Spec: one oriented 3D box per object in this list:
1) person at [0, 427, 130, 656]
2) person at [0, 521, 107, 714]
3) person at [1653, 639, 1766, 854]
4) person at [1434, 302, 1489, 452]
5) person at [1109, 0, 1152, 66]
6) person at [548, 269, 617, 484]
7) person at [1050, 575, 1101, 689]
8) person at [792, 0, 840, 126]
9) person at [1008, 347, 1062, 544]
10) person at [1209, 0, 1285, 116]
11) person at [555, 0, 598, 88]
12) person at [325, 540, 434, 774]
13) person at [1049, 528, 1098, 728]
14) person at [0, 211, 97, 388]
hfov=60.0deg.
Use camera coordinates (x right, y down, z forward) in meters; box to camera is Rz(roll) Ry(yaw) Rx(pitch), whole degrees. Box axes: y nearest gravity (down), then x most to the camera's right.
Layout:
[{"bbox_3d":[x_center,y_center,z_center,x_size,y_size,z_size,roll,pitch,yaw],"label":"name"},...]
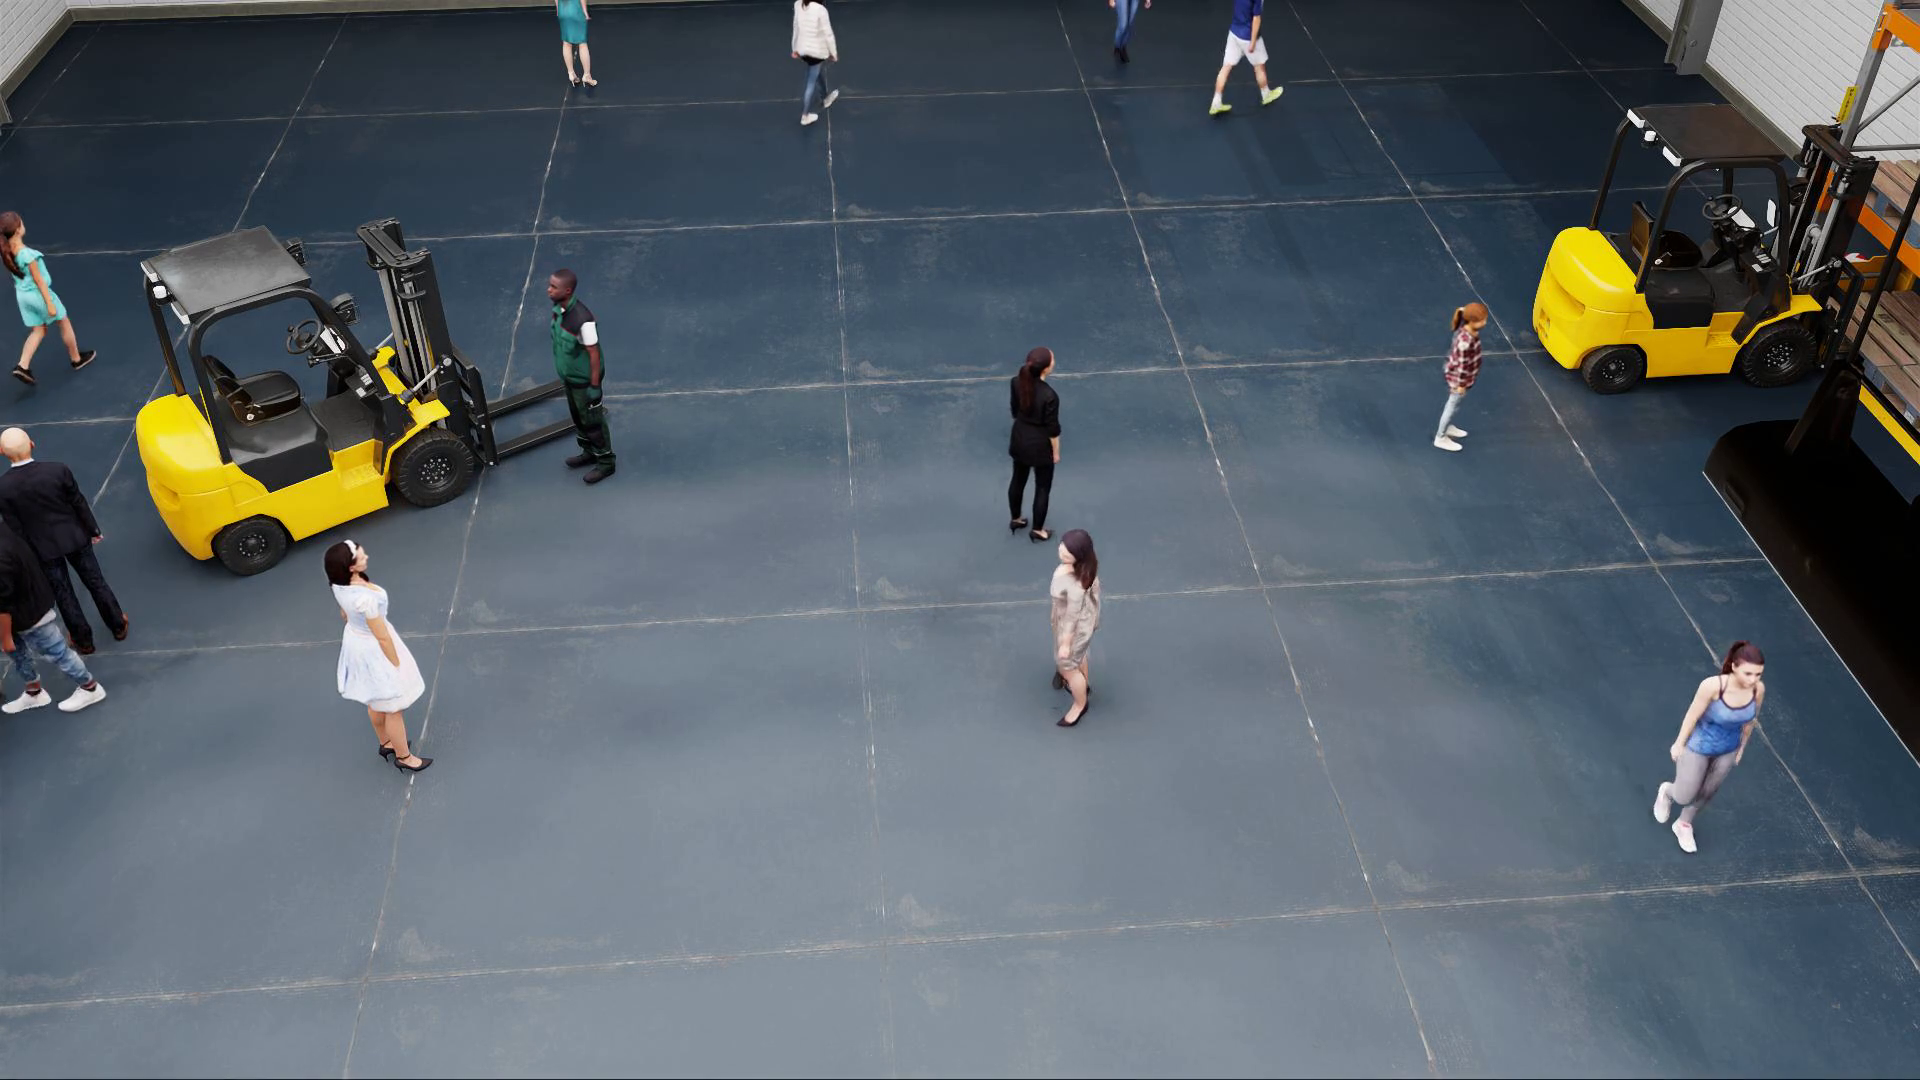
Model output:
[{"bbox_3d":[-6.140,0.009,11.306,0.774,1.798,0.771,-25,45,-28],"label":"person"},{"bbox_3d":[-5.995,0.405,10.820,0.962,1.787,0.942,-20,43,-23],"label":"person"},{"bbox_3d":[4.476,1.196,9.979,0.583,1.600,0.650,-1,39,-2],"label":"person"},{"bbox_3d":[4.022,-1.340,13.392,0.682,1.304,0.586,15,41,18],"label":"person"},{"bbox_3d":[1.932,-6.391,19.466,0.690,1.617,0.710,-15,41,-17],"label":"person"},{"bbox_3d":[-2.940,-1.288,12.898,0.844,1.839,0.737,-26,46,-29],"label":"person"},{"bbox_3d":[0.775,0.512,11.162,0.524,1.192,0.525,8,39,10],"label":"person"},{"bbox_3d":[-1.650,-5.308,18.115,1.000,1.610,1.077,25,45,28],"label":"person"},{"bbox_3d":[0.530,-0.687,12.292,0.673,1.657,0.736,30,47,32],"label":"person"},{"bbox_3d":[3.049,-5.506,18.225,1.072,1.782,1.171,-24,44,-27],"label":"person"},{"bbox_3d":[-4.418,-5.989,18.904,0.610,1.690,0.601,11,40,14],"label":"person"},{"bbox_3d":[-3.649,0.734,10.385,0.855,1.816,0.920,31,48,33],"label":"person"},{"bbox_3d":[0.751,0.547,10.698,0.824,1.718,0.552,13,40,15],"label":"person"},{"bbox_3d":[-7.860,-2.010,14.044,0.837,1.537,1.059,14,41,17],"label":"person"}]
